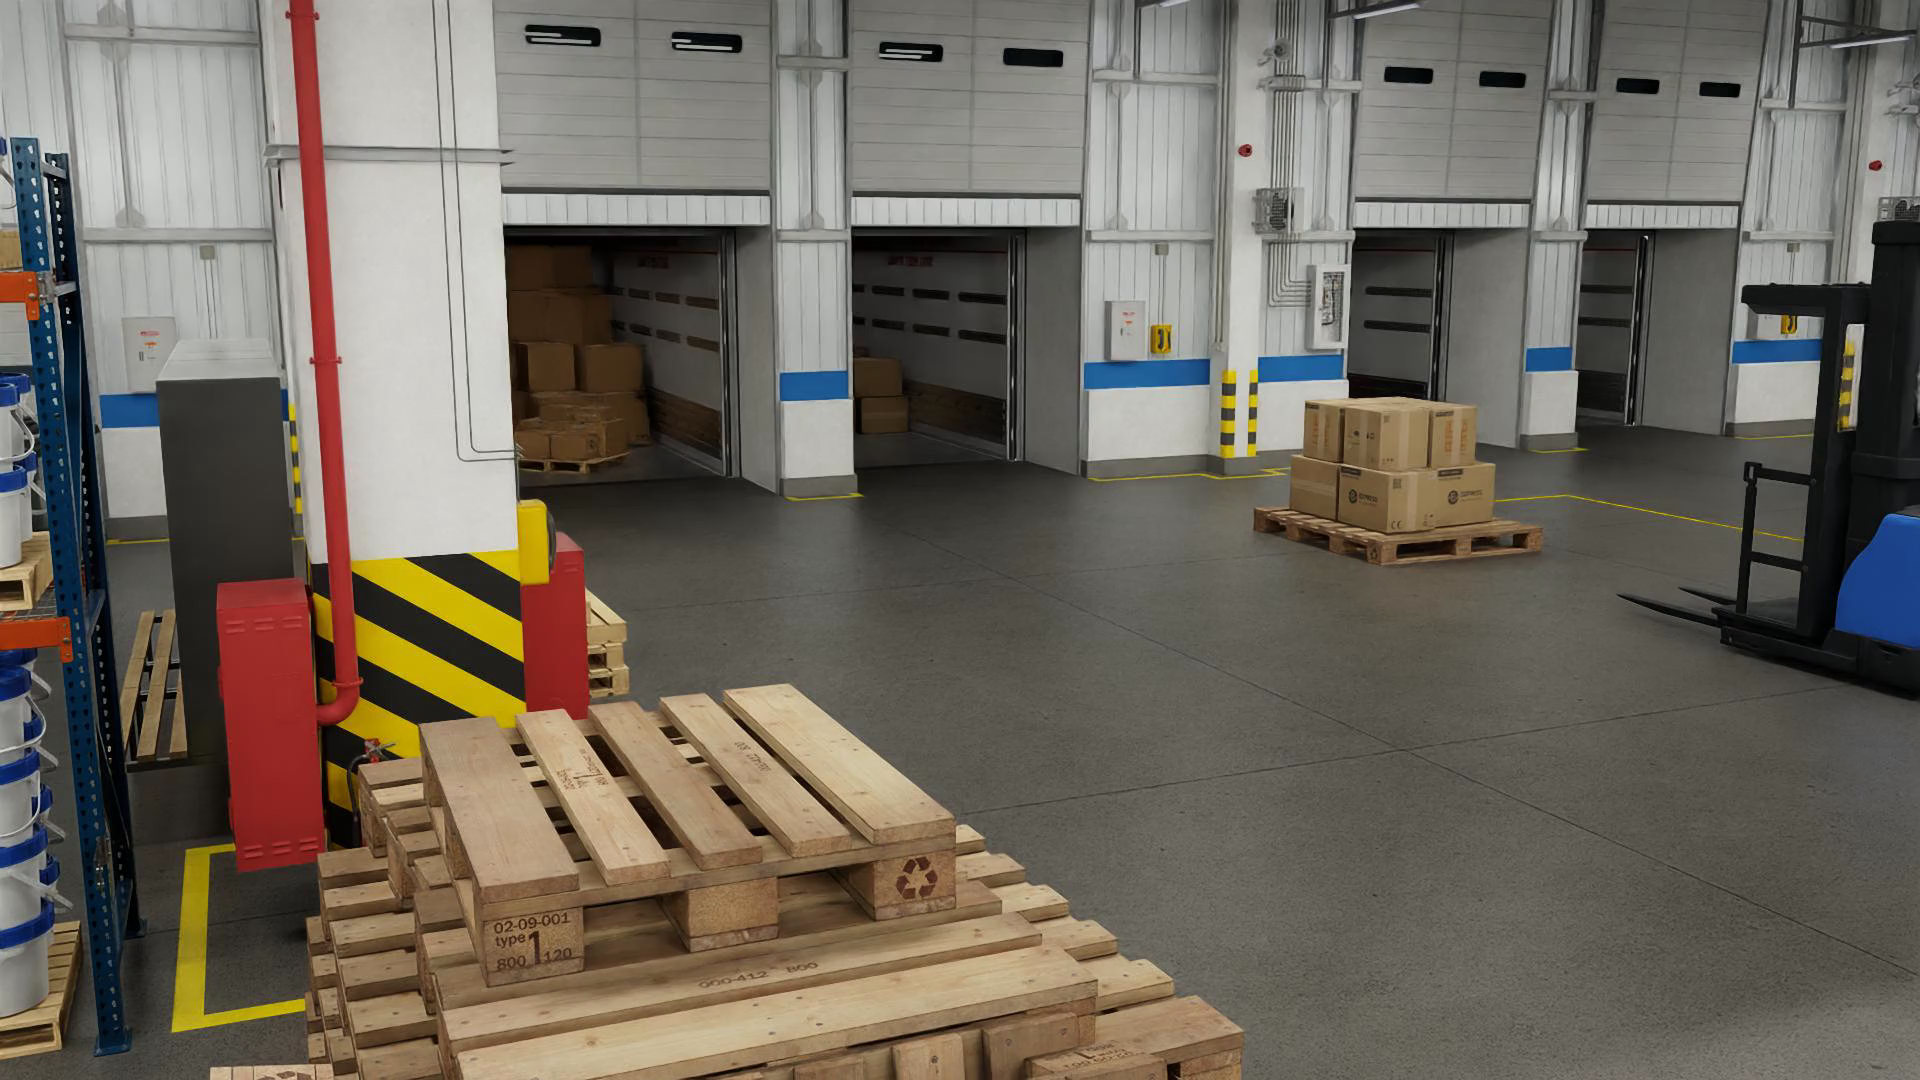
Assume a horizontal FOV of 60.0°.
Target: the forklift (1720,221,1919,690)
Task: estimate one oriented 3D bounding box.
[{"bbox_3d":[5.951,-0.550,10.218,1.129,2.768,1.873,-4,11,-23],"label":"forklift"}]
